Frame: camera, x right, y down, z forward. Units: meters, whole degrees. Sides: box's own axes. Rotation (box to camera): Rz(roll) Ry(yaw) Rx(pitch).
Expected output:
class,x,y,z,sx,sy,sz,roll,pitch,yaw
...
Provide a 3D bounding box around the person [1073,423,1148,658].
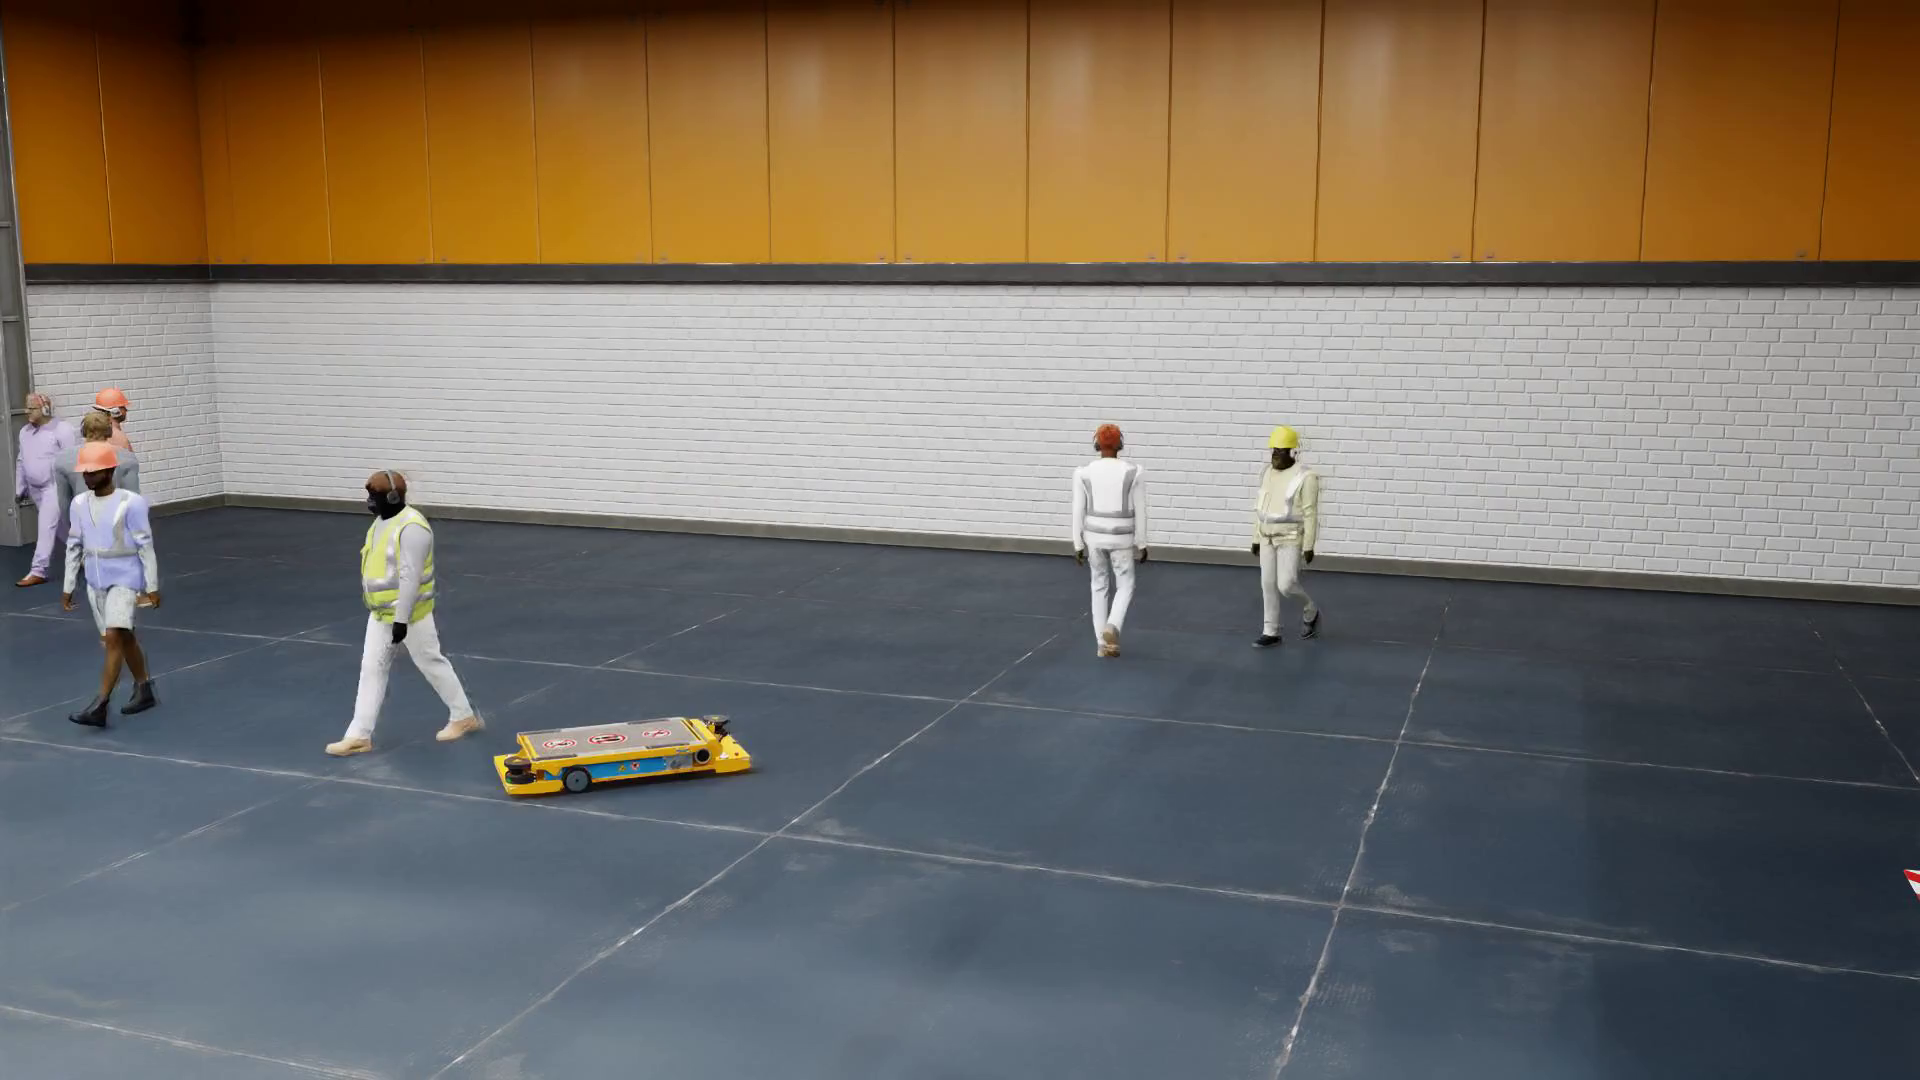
class,x,y,z,sx,sy,sz,roll,pitch,yaw
person,1.160,0.020,12.979,0.597,1.869,0.595,3,10,16

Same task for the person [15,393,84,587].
class,x,y,z,sx,sy,sz,roll,pitch,yaw
person,-8.977,-0.522,16.398,0.666,1.863,1.003,4,10,21

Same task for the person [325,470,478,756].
class,x,y,z,sx,sy,sz,roll,pitch,yaw
person,-3.540,0.448,10.566,0.634,1.802,0.956,9,13,43

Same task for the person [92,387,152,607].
class,x,y,z,sx,sy,sz,roll,pitch,yaw
person,-7.627,-0.381,15.066,0.612,1.997,0.375,7,12,37

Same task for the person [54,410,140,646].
class,x,y,z,sx,sy,sz,roll,pitch,yaw
person,-7.045,-0.109,13.666,0.625,1.909,0.758,-4,10,-24

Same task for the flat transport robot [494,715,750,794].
class,x,y,z,sx,sy,sz,roll,pitch,yaw
flat transport robot,-2.050,1.285,10.068,1.431,0.197,0.652,-4,10,-22

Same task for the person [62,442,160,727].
class,x,y,z,sx,sy,sz,roll,pitch,yaw
person,-5.765,0.302,11.128,0.574,1.896,0.930,2,9,15

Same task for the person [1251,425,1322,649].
class,x,y,z,sx,sy,sz,roll,pitch,yaw
person,2.630,-0.026,13.420,0.526,1.815,0.596,-7,11,-36
